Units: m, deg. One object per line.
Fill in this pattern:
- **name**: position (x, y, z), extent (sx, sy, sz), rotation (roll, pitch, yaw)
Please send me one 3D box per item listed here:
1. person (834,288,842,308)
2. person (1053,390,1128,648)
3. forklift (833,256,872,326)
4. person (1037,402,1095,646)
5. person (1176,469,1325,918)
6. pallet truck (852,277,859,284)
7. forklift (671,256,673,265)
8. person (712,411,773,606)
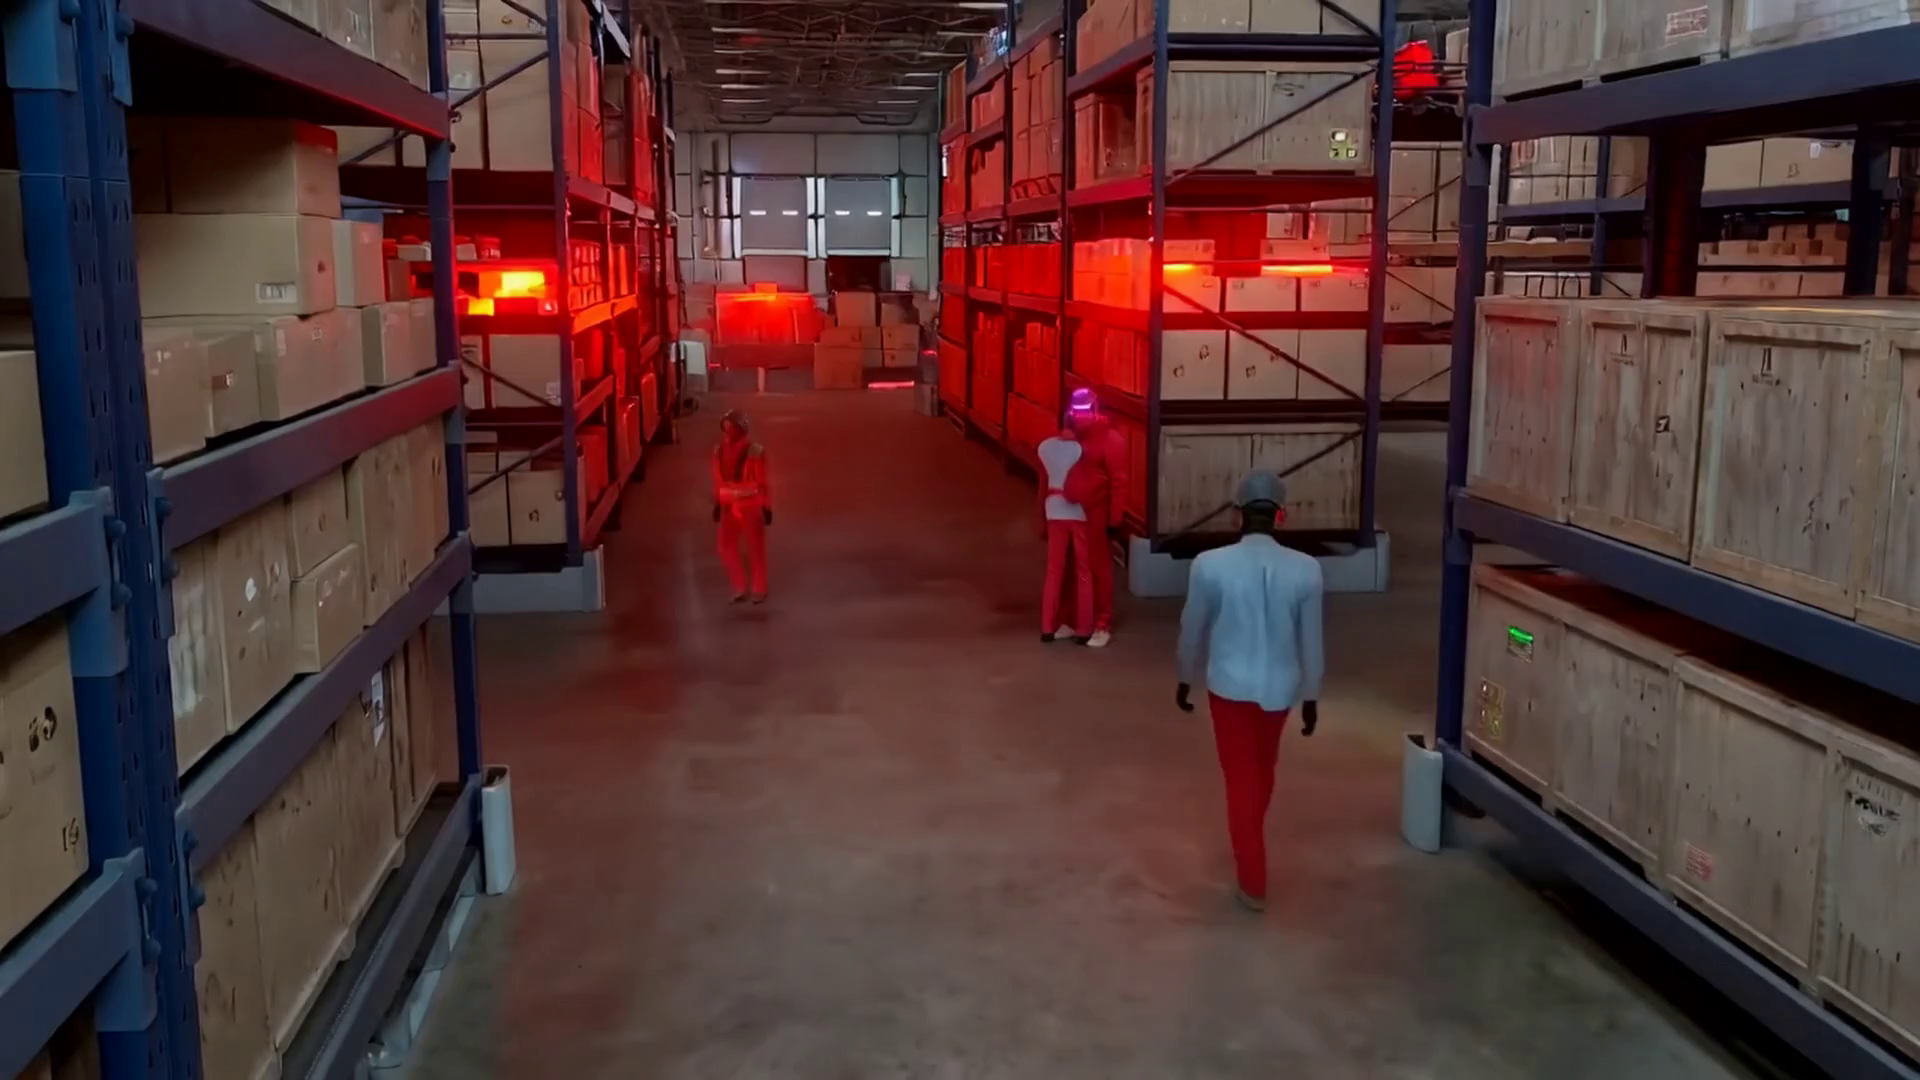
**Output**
- **person**: position (-4.650, -8.849, 63.716), extent (0.363, 1.631, 0.532), rotation (2, 10, 12)
- **person**: position (0.915, -0.163, 12.347), extent (0.655, 1.906, 0.407), rotation (8, 13, 40)
- **forklift**: position (-3.422, -8.176, 56.164), extent (1.129, 2.768, 1.873), rotation (-7, 12, -35)
- **person**: position (0.841, -0.126, 12.367), extent (0.569, 1.833, 0.401), rotation (3, 10, 18)
- **person**: position (1.295, 0.642, 7.579), extent (0.615, 1.931, 1.029), rotation (-1, 10, -8)
- **pallet truck**: position (-3.782, -9.391, 65.808), extent (1.885, 1.965, 0.823), rotation (2, 10, 10)
- **forklift**: position (-10.987, -9.066, 61.344), extent (1.129, 2.768, 1.873), rotation (-1, 10, -7)
- **person**: position (-1.791, -0.251, 13.677), extent (0.622, 1.615, 0.509), rotation (4, 11, 22)
